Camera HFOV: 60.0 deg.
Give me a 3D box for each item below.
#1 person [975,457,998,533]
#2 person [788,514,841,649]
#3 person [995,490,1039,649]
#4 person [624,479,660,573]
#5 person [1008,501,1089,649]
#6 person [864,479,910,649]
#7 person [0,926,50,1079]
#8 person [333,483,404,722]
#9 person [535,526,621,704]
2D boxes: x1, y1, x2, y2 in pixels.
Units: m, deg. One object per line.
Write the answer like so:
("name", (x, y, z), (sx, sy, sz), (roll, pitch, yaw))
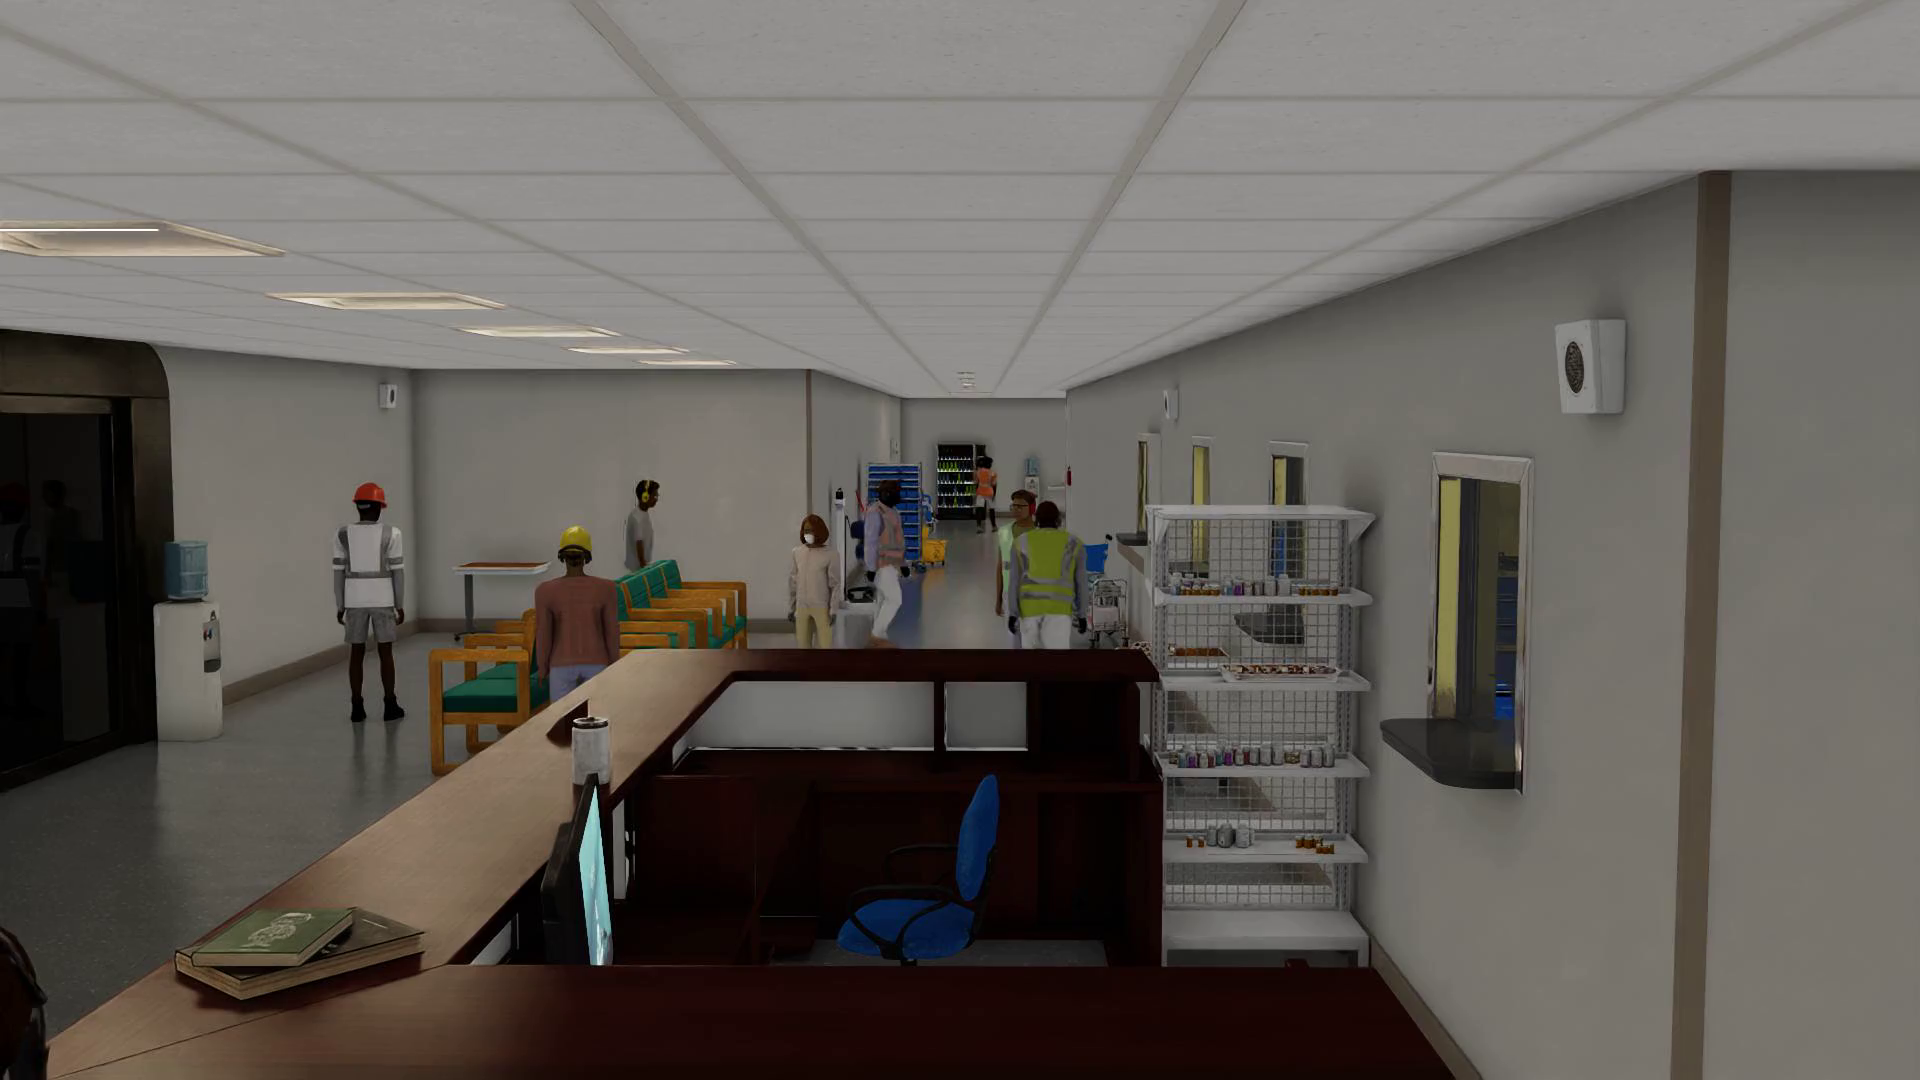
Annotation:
("person", (0.570, -0.970, 35.981), (0.539, 1.651, 0.865), (2, 4, 21))
("person", (-1.245, 0.596, 14.151), (0.498, 1.632, 0.289), (2, 5, 26))
("person", (0.558, 0.494, 14.103), (0.565, 1.846, 0.390), (3, 5, 32))
("person", (-3.238, 0.303, 16.838), (0.434, 1.838, 0.518), (0, 4, 3))
("person", (0.713, 0.584, 13.397), (0.645, 1.785, 0.818), (1, 4, 8))
("person", (-0.766, 0.268, 17.427), (0.461, 1.821, 0.620), (1, 4, 13))
("person", (-1.197, 1.364, 1.996), (0.628, 1.835, 0.429), (-2, 5, -29))
("person", (-4.762, 0.502, 13.434), (0.548, 1.925, 0.388), (-1, 4, -8))
("person", (-2.392, 0.795, 10.423), (0.523, 1.769, 0.319), (-1, 4, -15))
